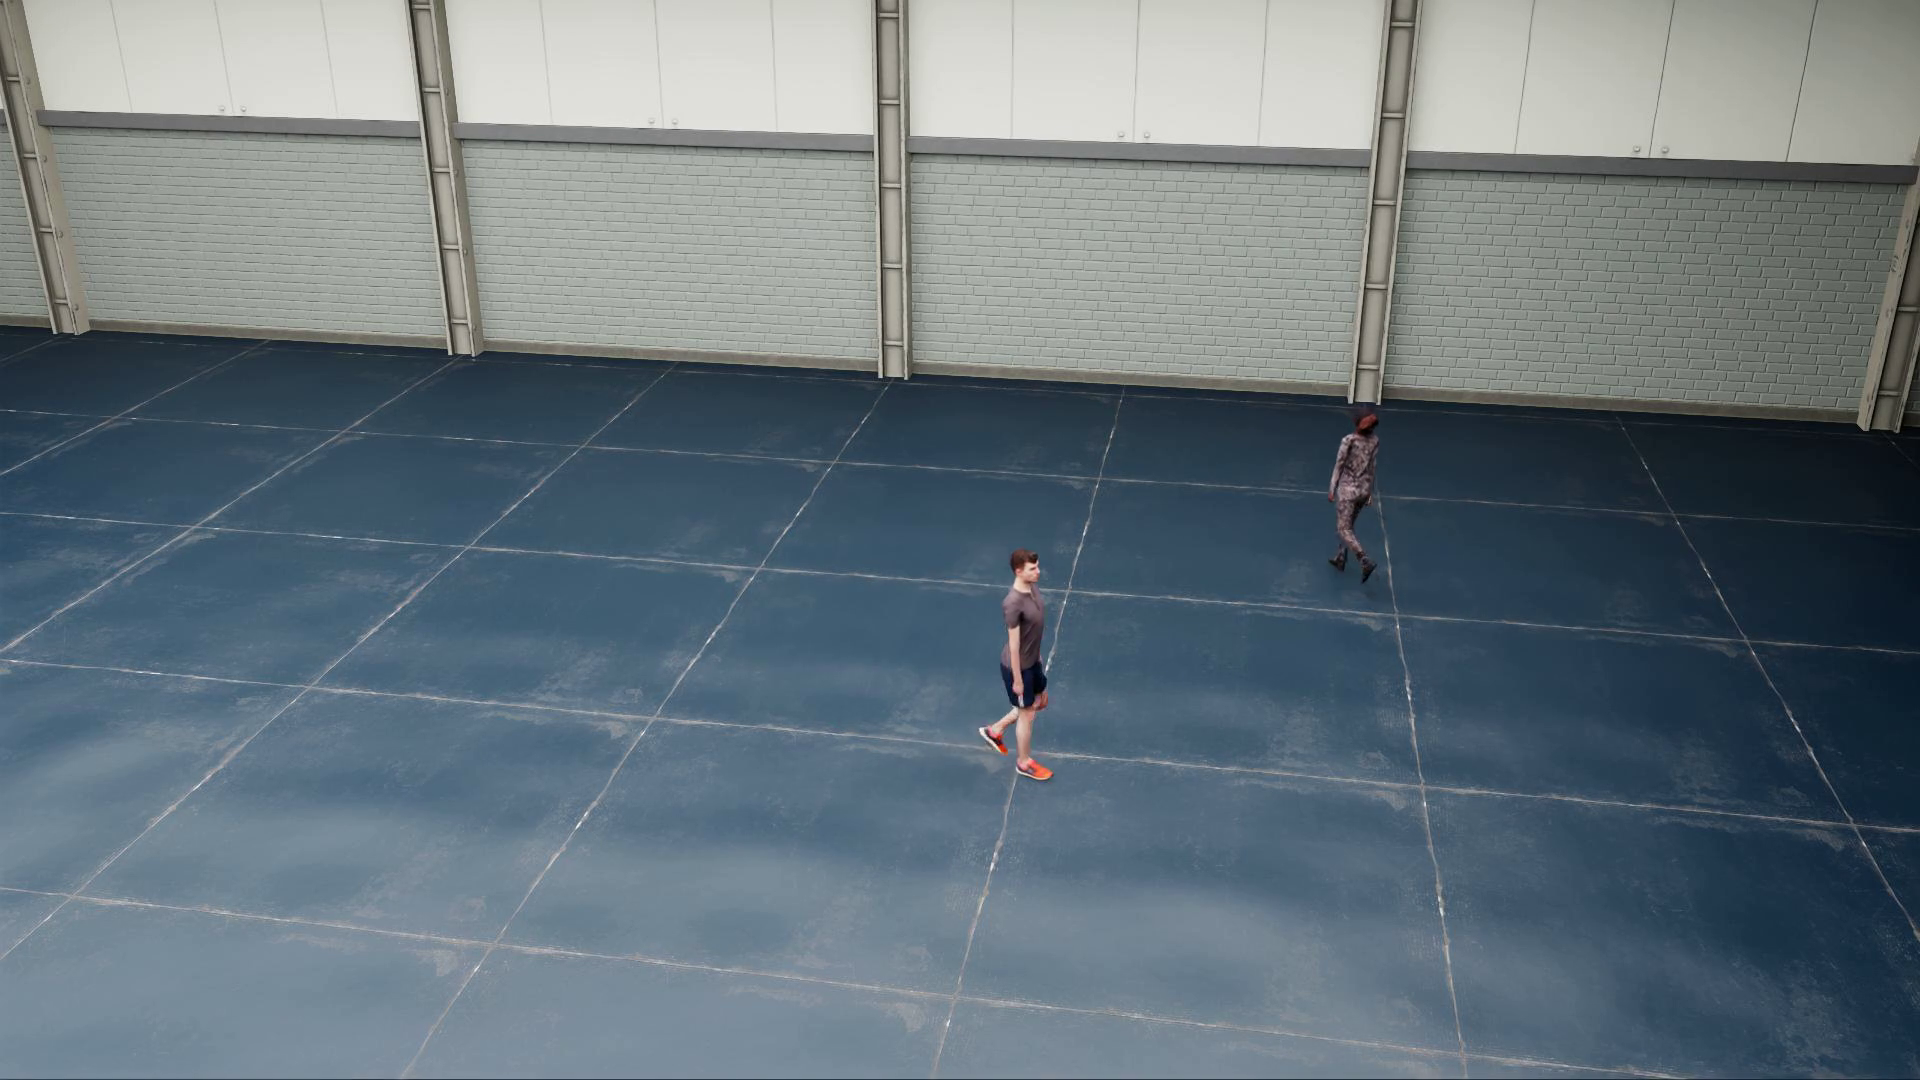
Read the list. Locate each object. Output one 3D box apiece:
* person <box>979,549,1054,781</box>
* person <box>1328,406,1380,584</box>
[{"bbox_3d":[0.397,0.897,12.245,0.902,1.842,0.767,9,25,19],"label":"person"},{"bbox_3d":[3.694,-0.402,15.485,1.034,1.696,0.977,-9,24,-19],"label":"person"}]
